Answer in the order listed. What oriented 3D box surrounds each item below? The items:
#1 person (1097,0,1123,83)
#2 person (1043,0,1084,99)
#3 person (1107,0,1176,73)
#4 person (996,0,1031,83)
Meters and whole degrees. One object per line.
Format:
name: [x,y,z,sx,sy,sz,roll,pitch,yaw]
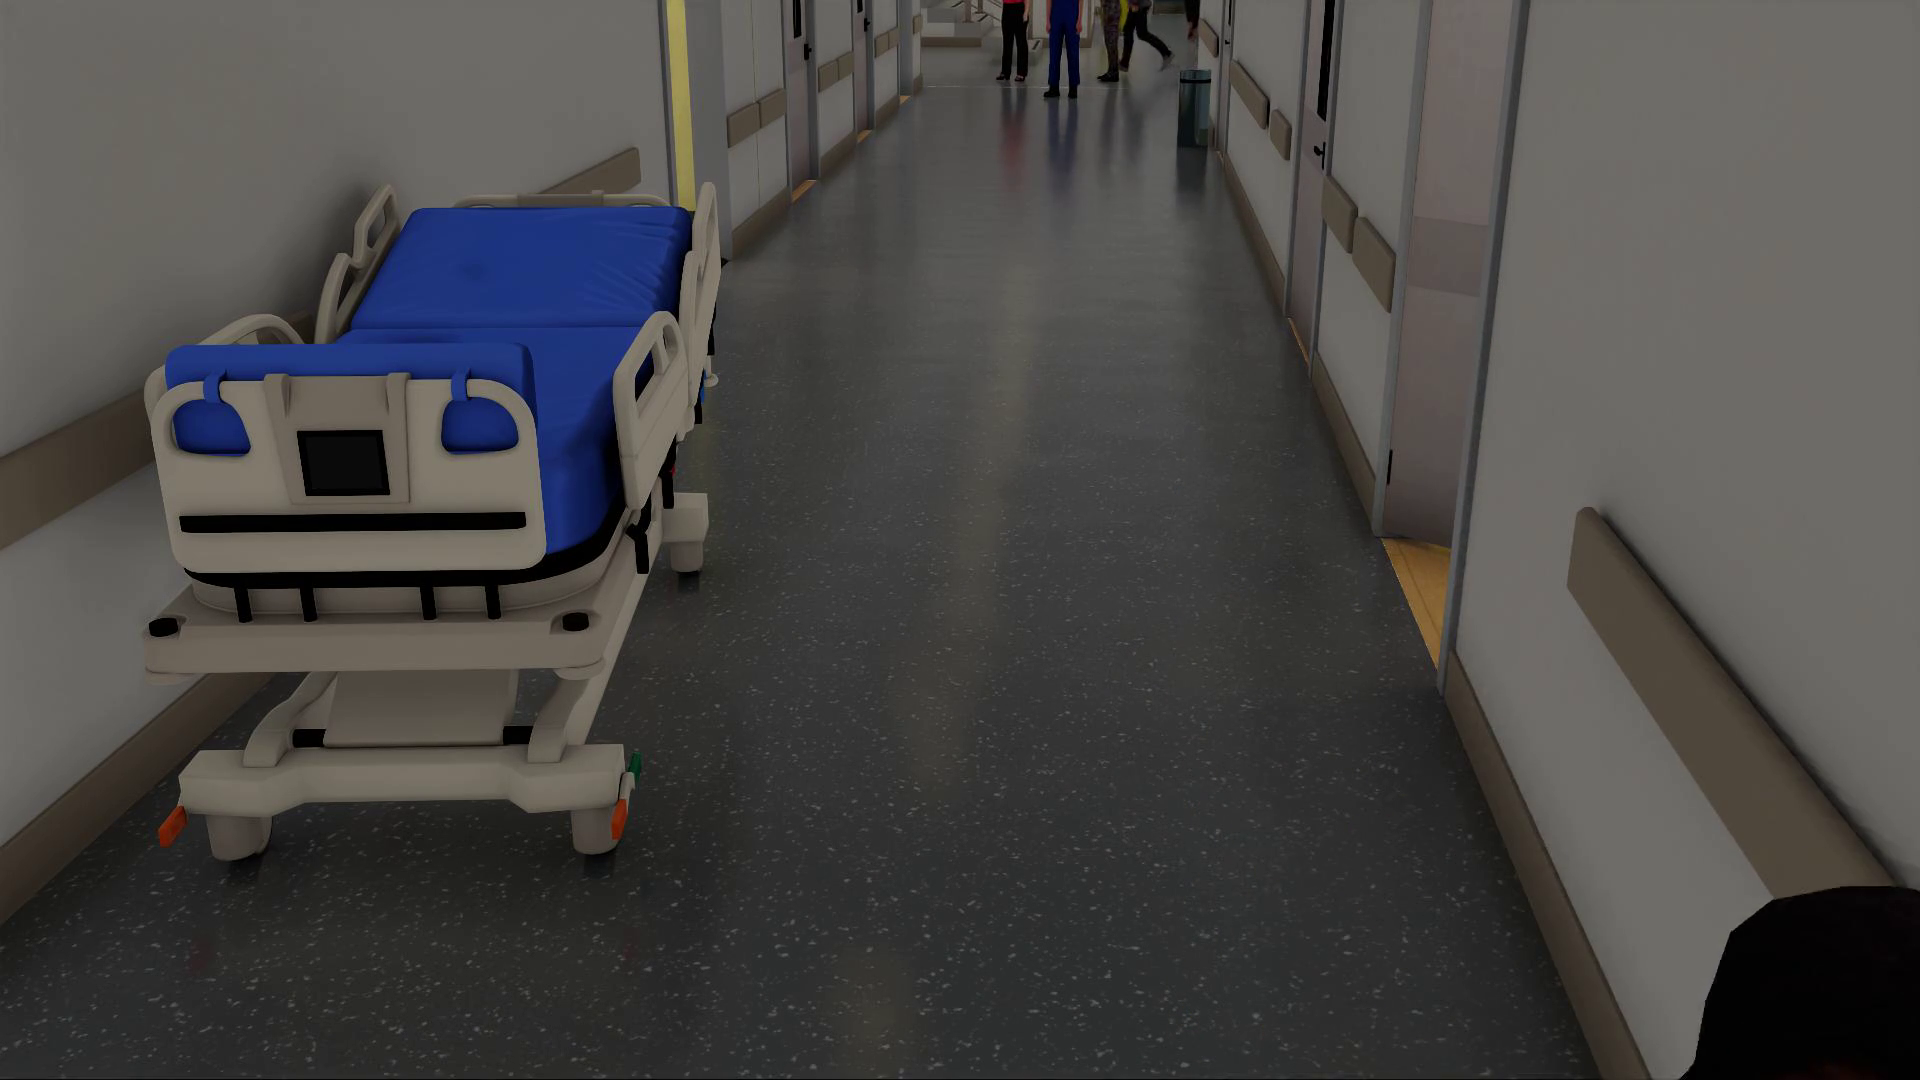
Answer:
person: [2.017,-6.969,22.040,0.582,1.713,0.589,-1,21,-1]
person: [1.277,-6.317,20.123,0.565,1.851,0.726,6,22,15]
person: [2.570,-7.387,22.967,1.154,1.838,0.699,1,21,4]
person: [0.726,-6.952,22.071,0.637,1.660,0.733,16,26,36]
